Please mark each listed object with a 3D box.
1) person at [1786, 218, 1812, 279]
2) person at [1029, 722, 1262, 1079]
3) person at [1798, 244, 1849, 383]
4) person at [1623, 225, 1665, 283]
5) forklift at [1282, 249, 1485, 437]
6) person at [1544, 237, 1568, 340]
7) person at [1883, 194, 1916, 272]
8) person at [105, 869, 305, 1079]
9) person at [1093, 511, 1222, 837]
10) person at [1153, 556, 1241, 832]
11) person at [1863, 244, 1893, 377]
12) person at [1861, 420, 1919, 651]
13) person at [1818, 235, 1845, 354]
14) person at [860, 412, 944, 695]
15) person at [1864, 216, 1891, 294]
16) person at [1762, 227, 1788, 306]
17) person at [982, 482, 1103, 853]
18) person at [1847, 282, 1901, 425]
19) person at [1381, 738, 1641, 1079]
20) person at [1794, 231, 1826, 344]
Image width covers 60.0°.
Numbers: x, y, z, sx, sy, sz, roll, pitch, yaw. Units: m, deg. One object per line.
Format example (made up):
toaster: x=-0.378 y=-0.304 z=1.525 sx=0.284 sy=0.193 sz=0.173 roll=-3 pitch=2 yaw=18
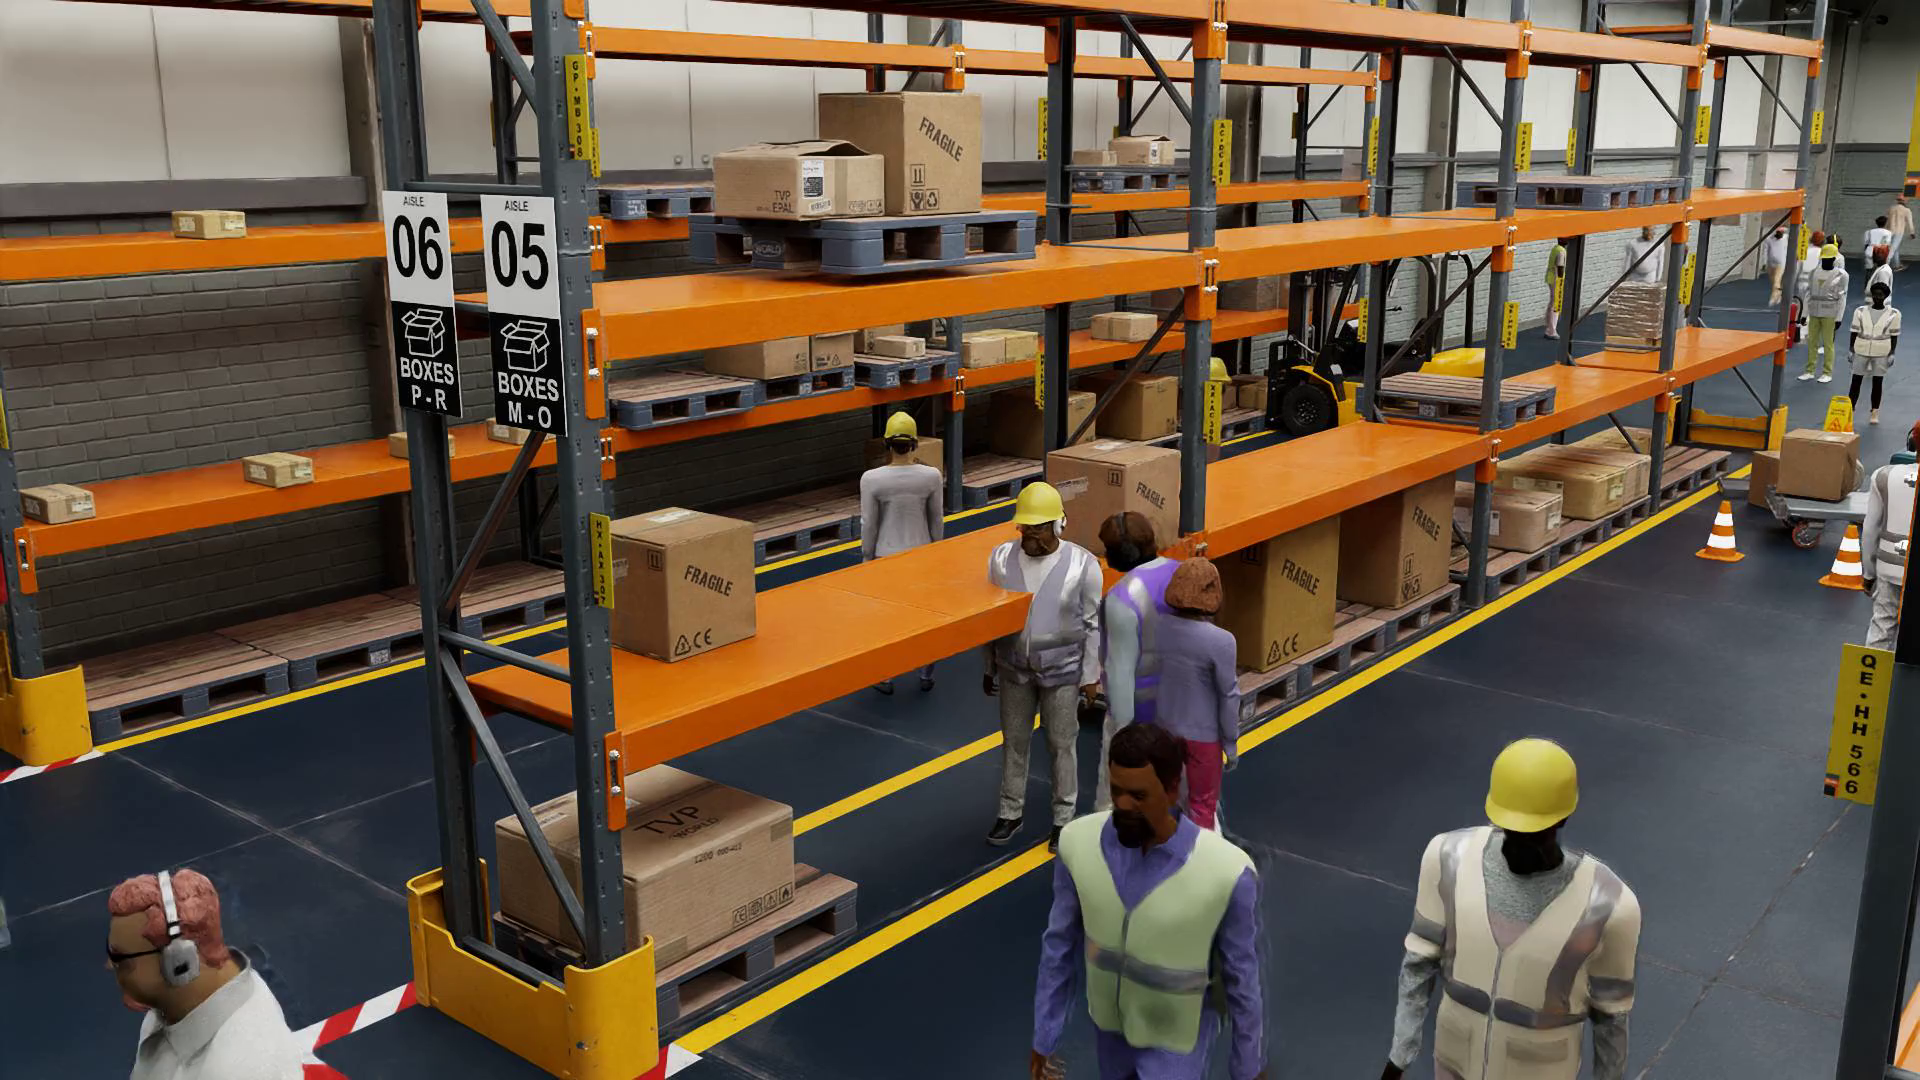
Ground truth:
person: x=16.223 y=-5.322 z=32.162 sx=0.830 sy=1.843 sz=0.526 roll=-13 pitch=19 yaw=-43
person: x=0.446 y=1.425 z=4.576 sx=0.628 sy=1.881 sz=0.925 roll=10 pitch=17 yaw=35
person: x=12.024 y=-3.157 z=23.184 sx=0.399 sy=1.919 sz=0.592 roll=-7 pitch=16 yaw=-27
person: x=12.096 y=-4.685 z=29.450 sx=0.652 sy=1.888 sz=0.723 roll=6 pitch=15 yaw=25
forklift: x=4.886 y=-2.214 z=18.767 sx=2.313 sy=2.155 sz=1.214 roll=11 pitch=18 yaw=38
person: x=10.010 y=-4.280 z=27.896 sx=0.373 sy=1.843 sz=0.570 roll=2 pitch=14 yaw=9
person: x=23.281 y=-7.597 z=41.215 sx=1.038 sy=1.929 sz=0.622 roll=-5 pitch=15 yaw=-19
person: x=-1.774 y=1.638 z=3.724 sx=0.792 sy=1.877 sz=0.665 roll=-8 pitch=16 yaw=-29
person: x=0.873 y=0.746 z=7.569 sx=0.961 sy=1.788 sz=0.630 roll=13 pitch=19 yaw=43
person: x=1.019 y=0.869 z=7.372 sx=0.500 sy=1.633 sz=0.280 roll=12 pitch=18 yaw=40
person: x=13.029 y=-3.256 z=23.651 sx=0.362 sy=1.883 sz=0.575 roll=6 pitch=15 yaw=25
person: x=5.446 y=0.219 z=9.499 sx=0.350 sy=1.884 sz=0.583 roll=-9 pitch=17 yaw=-34
person: x=13.688 y=-3.860 z=26.166 sx=0.334 sy=1.860 sz=0.509 roll=8 pitch=16 yaw=30
person: x=-0.360 y=0.087 z=10.281 sx=0.525 sy=1.769 sz=0.316 roll=-3 pitch=14 yaw=-13
person: x=19.655 y=-6.106 z=35.683 sx=0.407 sy=1.682 sz=0.533 roll=-12 pitch=18 yaw=-41
person: x=16.509 y=-5.598 z=33.536 sx=0.794 sy=1.716 sz=0.550 roll=-13 pitch=19 yaw=-42
person: x=0.380 y=0.613 z=8.004 sx=0.598 sy=1.830 sz=0.403 roll=5 pitch=15 yaw=19
person: x=10.870 y=-2.224 z=19.832 sx=0.530 sy=1.697 sz=0.322 roll=10 pitch=17 yaw=34
person: x=1.512 y=1.419 z=4.574 sx=0.608 sy=1.905 sz=0.735 roll=11 pitch=18 yaw=38
person: x=14.097 y=-4.173 z=27.481 sx=0.995 sy=1.828 sz=0.610 roll=-13 pitch=19 yaw=-42
